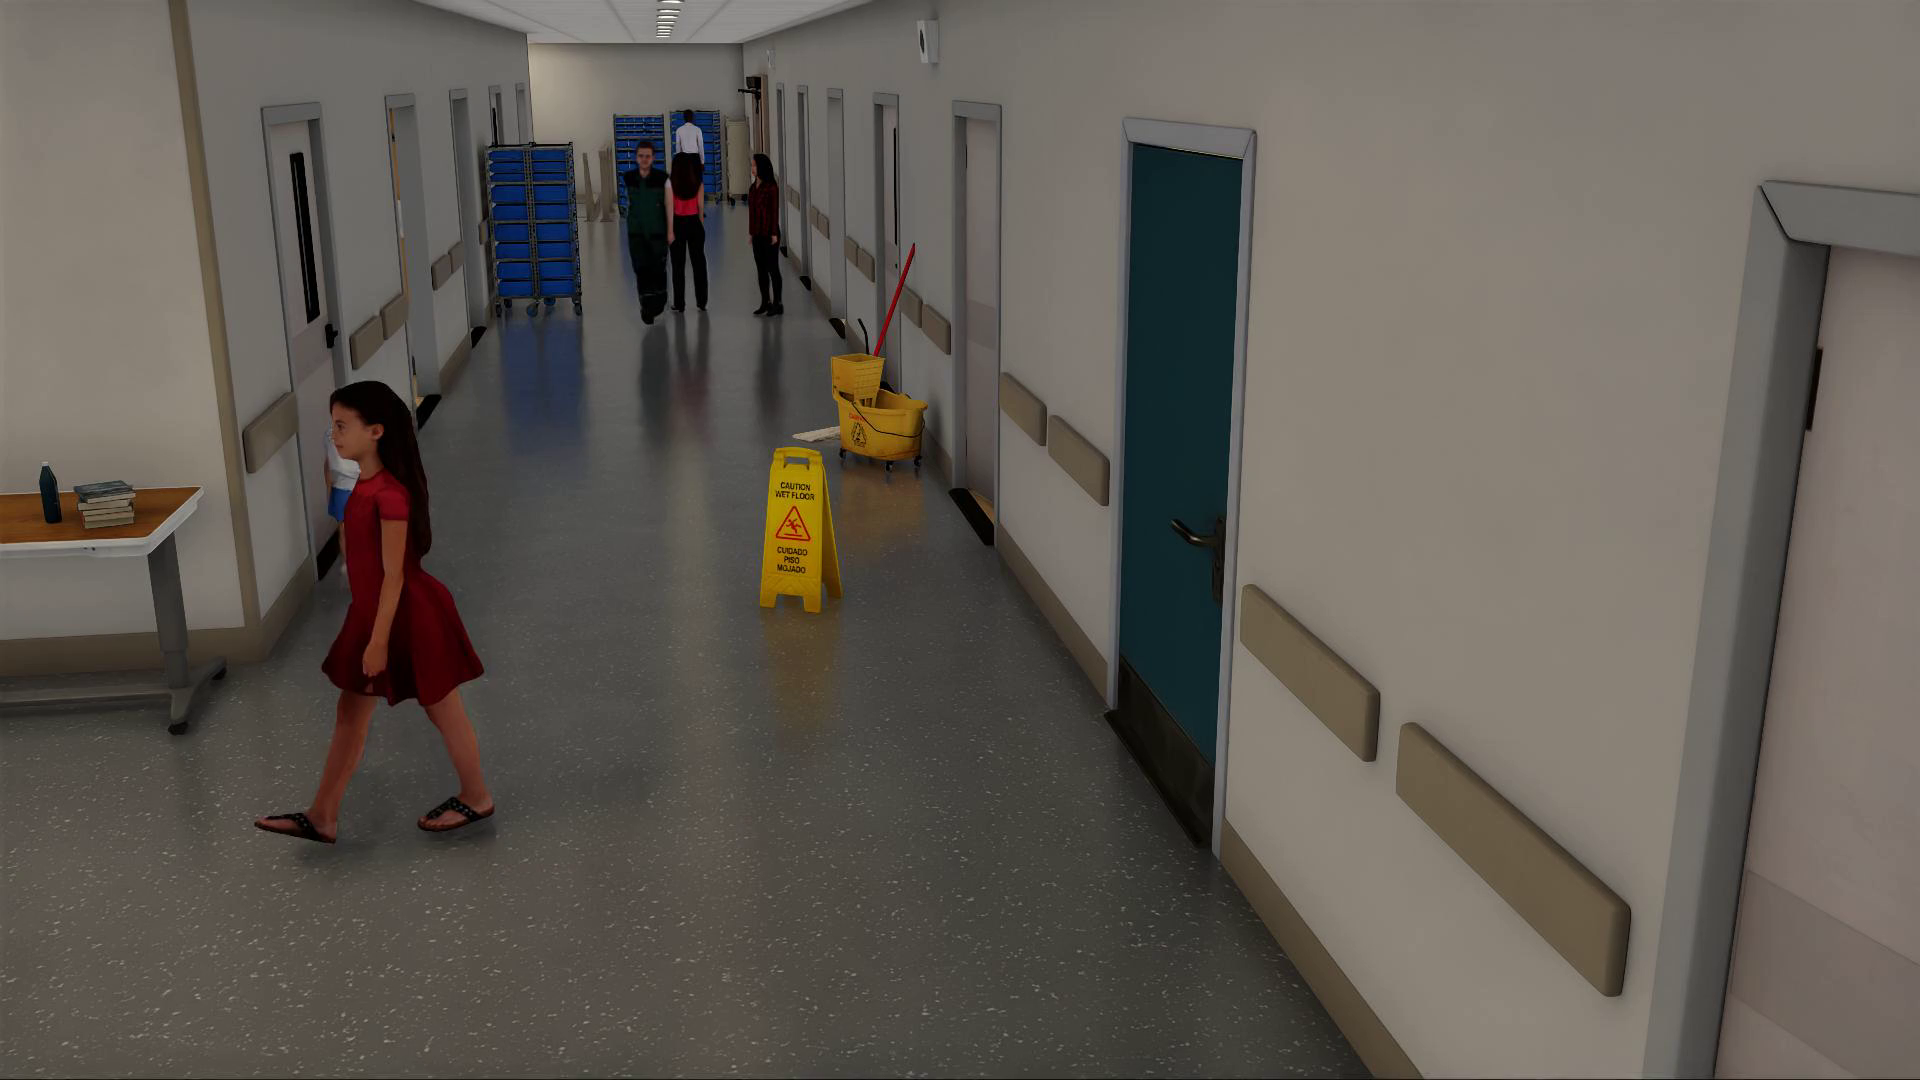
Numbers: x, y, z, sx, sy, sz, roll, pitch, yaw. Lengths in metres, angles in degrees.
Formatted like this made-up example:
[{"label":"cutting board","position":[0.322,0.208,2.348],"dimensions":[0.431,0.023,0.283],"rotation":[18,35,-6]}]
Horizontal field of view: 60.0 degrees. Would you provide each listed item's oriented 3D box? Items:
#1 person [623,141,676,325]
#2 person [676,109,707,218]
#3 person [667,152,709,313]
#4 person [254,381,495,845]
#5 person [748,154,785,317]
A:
[{"label":"person","position":[-3.104,-3.045,16.615],"dimensions":[0.773,1.771,1.233],"rotation":[1,16,3]},{"label":"person","position":[-4.677,-6.532,28.870],"dimensions":[0.693,1.836,0.631],"rotation":[2,16,6]},{"label":"person","position":[-2.899,-3.264,17.604],"dimensions":[0.631,1.660,0.603],"rotation":[-8,18,-26]},{"label":"person","position":[-1.737,0.248,5.389],"dimensions":[0.902,1.521,0.990],"rotation":[-11,19,-35]},{"label":"person","position":[-2.010,-3.170,17.285],"dimensions":[0.640,1.652,0.719],"rotation":[13,20,39]}]
